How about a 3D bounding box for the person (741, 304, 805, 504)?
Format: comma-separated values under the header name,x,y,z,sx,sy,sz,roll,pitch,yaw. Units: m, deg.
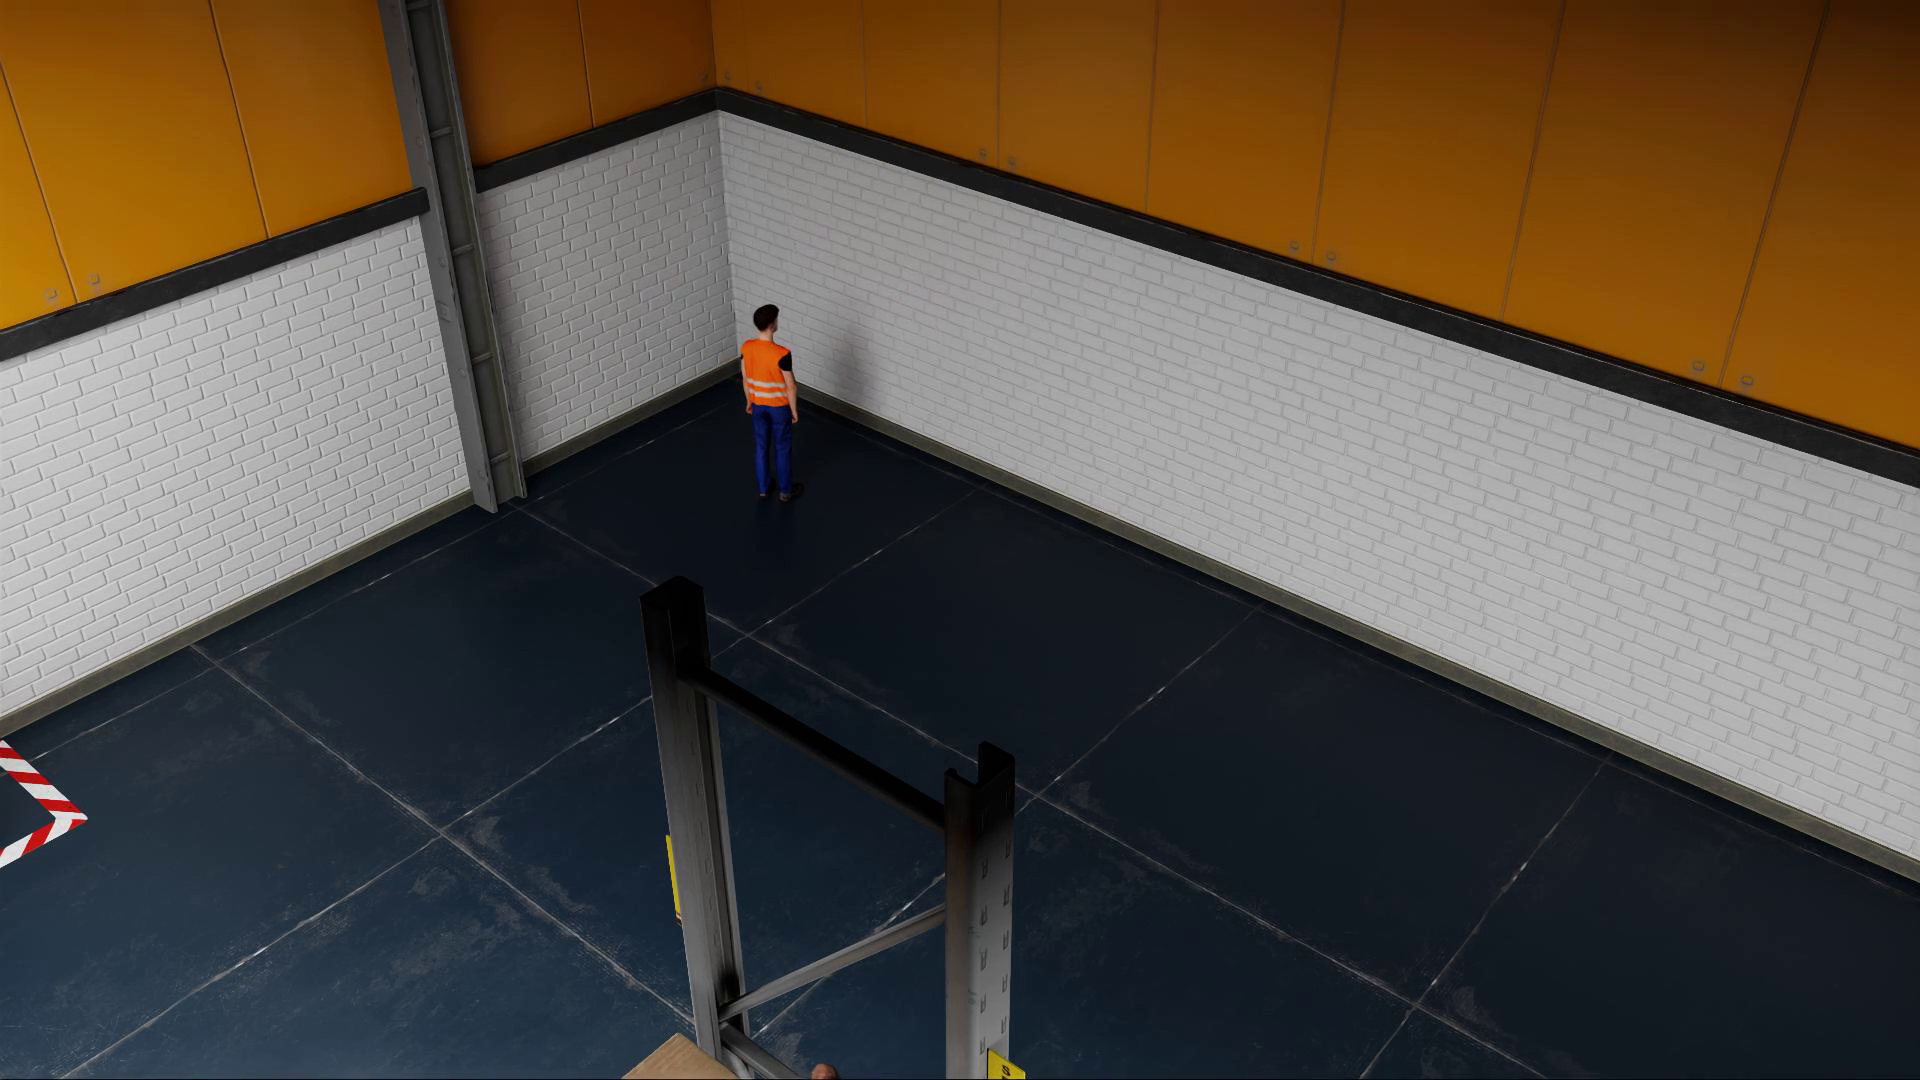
name,x,y,z,sx,sy,sz,roll,pitch,yaw
person,-1.699,-1.213,14.919,0.760,1.881,0.742,12,35,17
